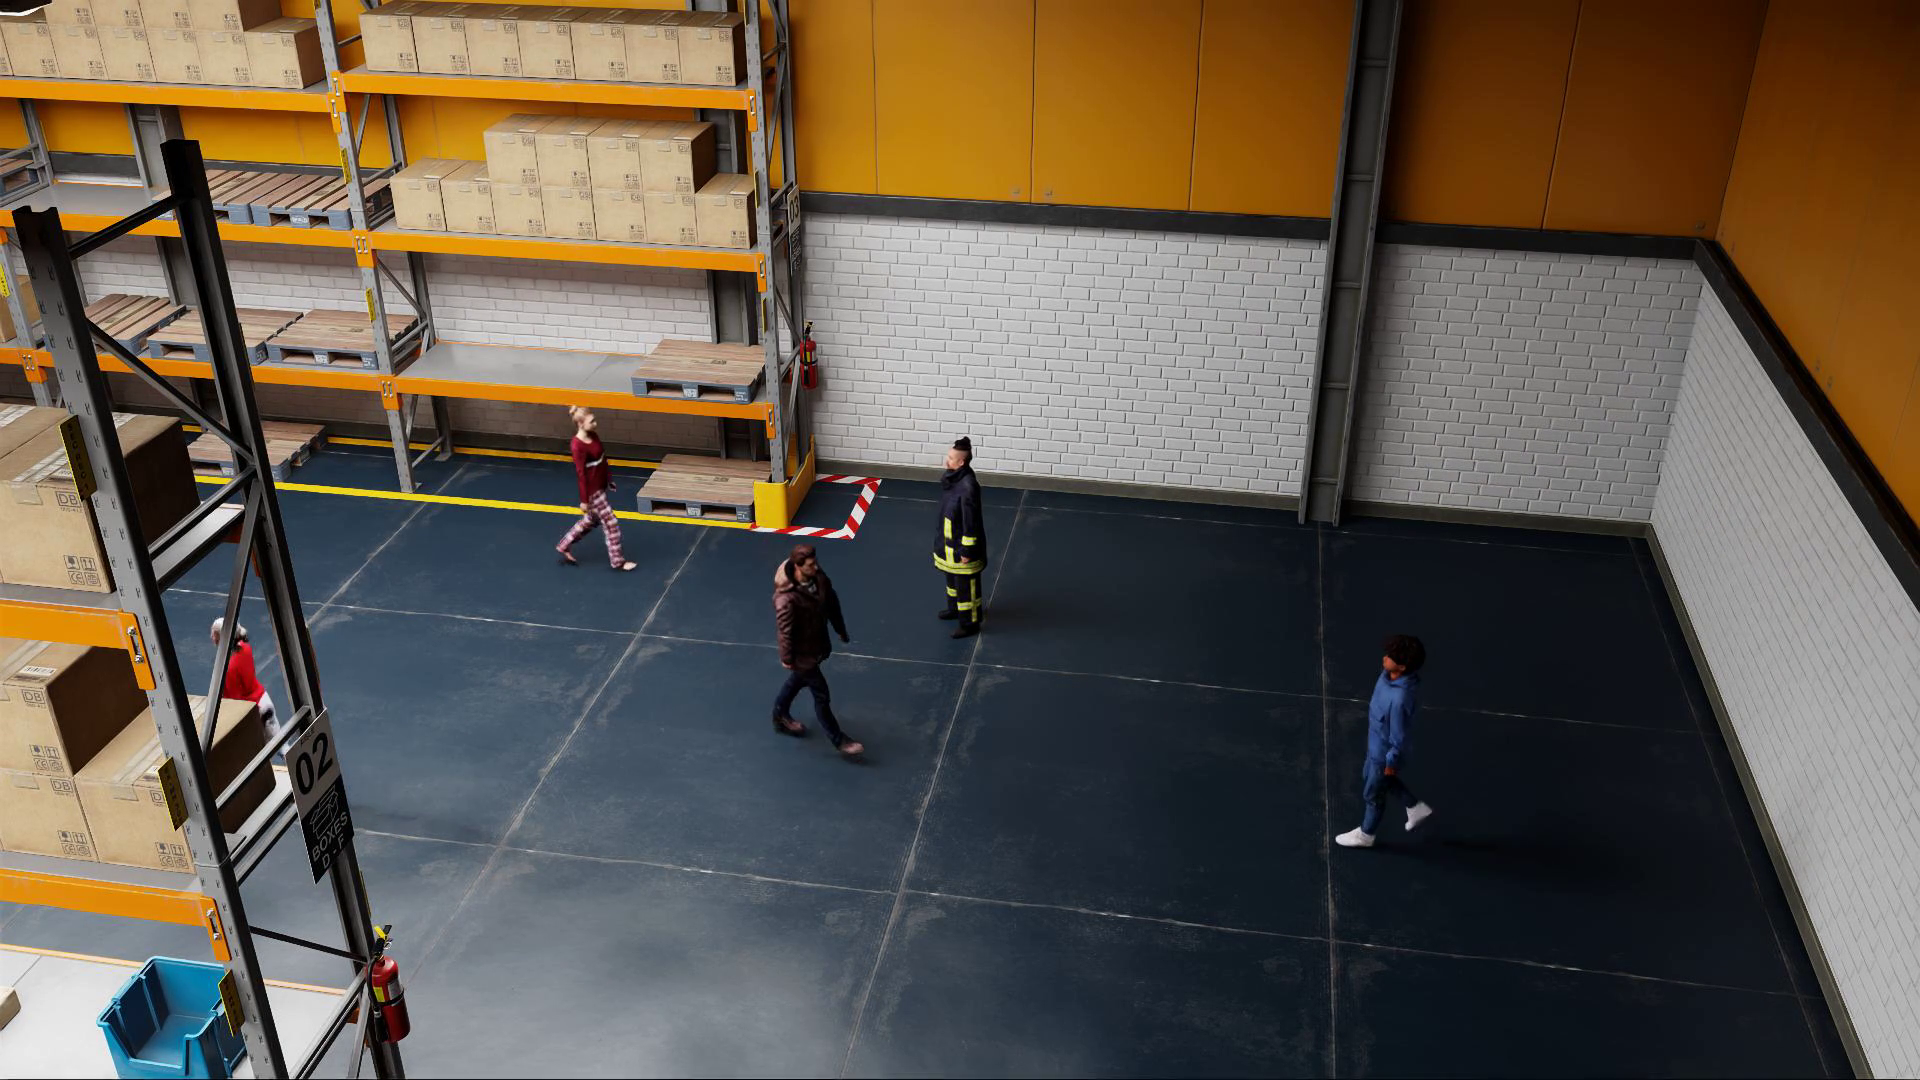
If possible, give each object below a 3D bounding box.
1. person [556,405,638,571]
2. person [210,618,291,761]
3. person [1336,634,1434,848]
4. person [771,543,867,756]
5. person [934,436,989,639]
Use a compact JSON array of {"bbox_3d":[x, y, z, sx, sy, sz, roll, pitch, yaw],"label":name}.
[{"bbox_3d":[-3.481,-0.477,15.467,1.026,1.669,0.702,1,29,2],"label":"person"},{"bbox_3d":[-5.118,1.300,12.234,1.143,1.645,0.625,2,29,3],"label":"person"},{"bbox_3d":[3.117,1.442,11.813,0.878,1.797,0.671,4,29,8],"label":"person"},{"bbox_3d":[-1.260,0.810,12.969,1.253,1.800,0.968,13,31,23],"label":"person"},{"bbox_3d":[0.013,-0.043,14.469,0.855,1.861,0.861,-8,30,-14],"label":"person"}]
